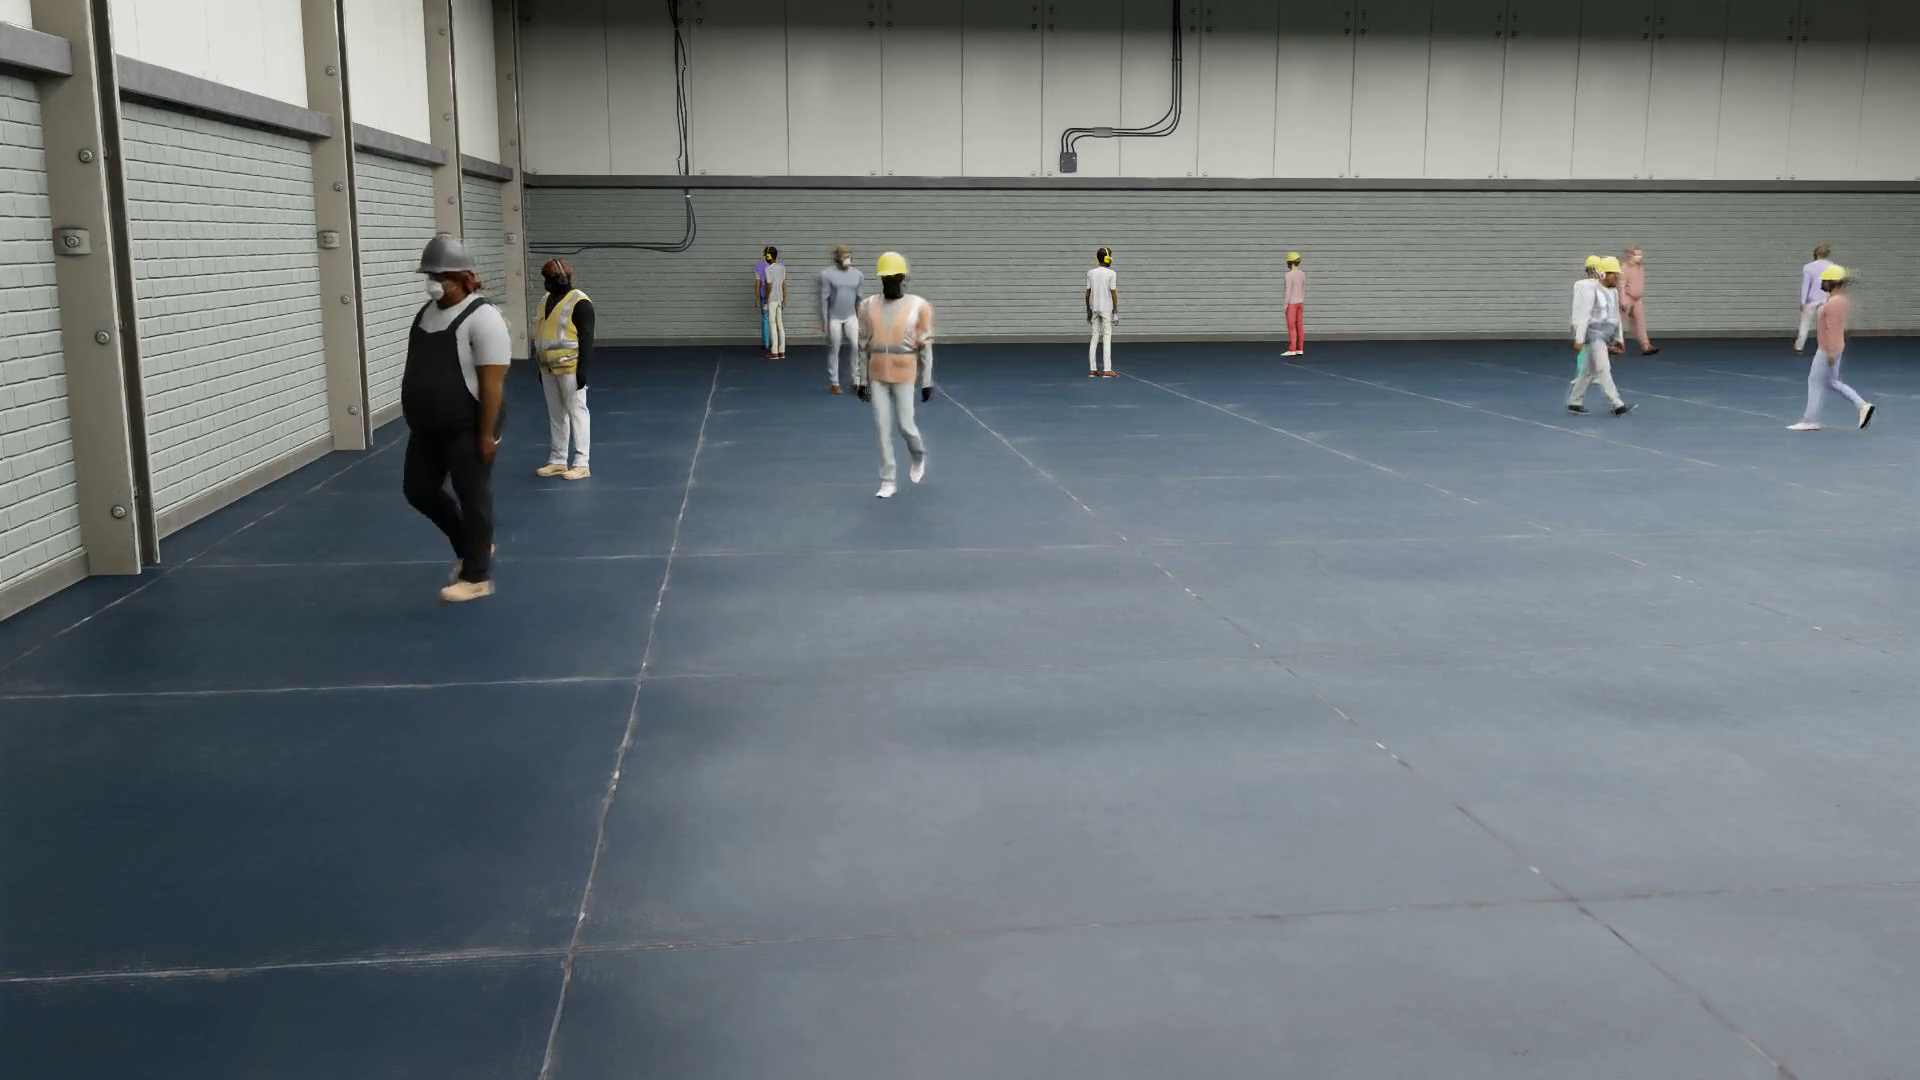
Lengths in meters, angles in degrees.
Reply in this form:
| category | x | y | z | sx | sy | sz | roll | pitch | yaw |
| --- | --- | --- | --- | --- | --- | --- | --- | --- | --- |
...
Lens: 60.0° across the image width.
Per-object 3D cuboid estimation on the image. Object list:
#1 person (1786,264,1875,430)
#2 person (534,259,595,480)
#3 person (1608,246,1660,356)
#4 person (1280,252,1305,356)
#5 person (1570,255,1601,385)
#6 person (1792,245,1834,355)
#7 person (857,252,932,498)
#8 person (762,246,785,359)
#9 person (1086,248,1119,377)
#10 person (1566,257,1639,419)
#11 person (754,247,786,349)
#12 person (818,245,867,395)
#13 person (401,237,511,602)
| category | x | y | z | sx | sy | sz | roll | pitch | yaw |
| --- | --- | --- | --- | --- | --- | --- | --- | --- | --- |
| person | 9.109 | -1.991 | 17.294 | 0.722 | 1.748 | 0.531 | 8 | 13 | 38 |
| person | -3.338 | -1.427 | 13.960 | 0.621 | 1.837 | 0.429 | 8 | 13 | 38 |
| person | 11.459 | -4.059 | 28.331 | 0.673 | 1.848 | 1.006 | -6 | 12 | -29 |
| person | 5.662 | -4.010 | 28.311 | 0.527 | 1.768 | 0.331 | -9 | 14 | -42 |
| person | 8.630 | -3.003 | 22.792 | 0.523 | 1.769 | 0.309 | 0 | 10 | -3 |
| person | 14.573 | -4.057 | 28.257 | 0.654 | 1.884 | 1.028 | 0 | 10 | 2 |
| person | -0.501 | -1.301 | 13.067 | 0.592 | 1.910 | 0.611 | 3 | 11 | 16 |
| person | -3.119 | -3.950 | 27.710 | 0.329 | 1.868 | 0.512 | 5 | 12 | 27 |
| person | 2.060 | -3.289 | 24.086 | 0.532 | 1.864 | 0.314 | 7 | 13 | 35 |
| person | 7.239 | -2.254 | 18.620 | 0.602 | 1.781 | 0.929 | -9 | 14 | -42 |
| person | -3.426 | -4.374 | 30.082 | 0.567 | 1.844 | 0.377 | -3 | 11 | -14 |
| person | -1.483 | -2.792 | 21.246 | 0.654 | 1.911 | 0.794 | -4 | 11 | -23 |
| person | -2.821 | -0.670 | 9.245 | 0.709 | 2.000 | 0.536 | 7 | 13 | 34 |
